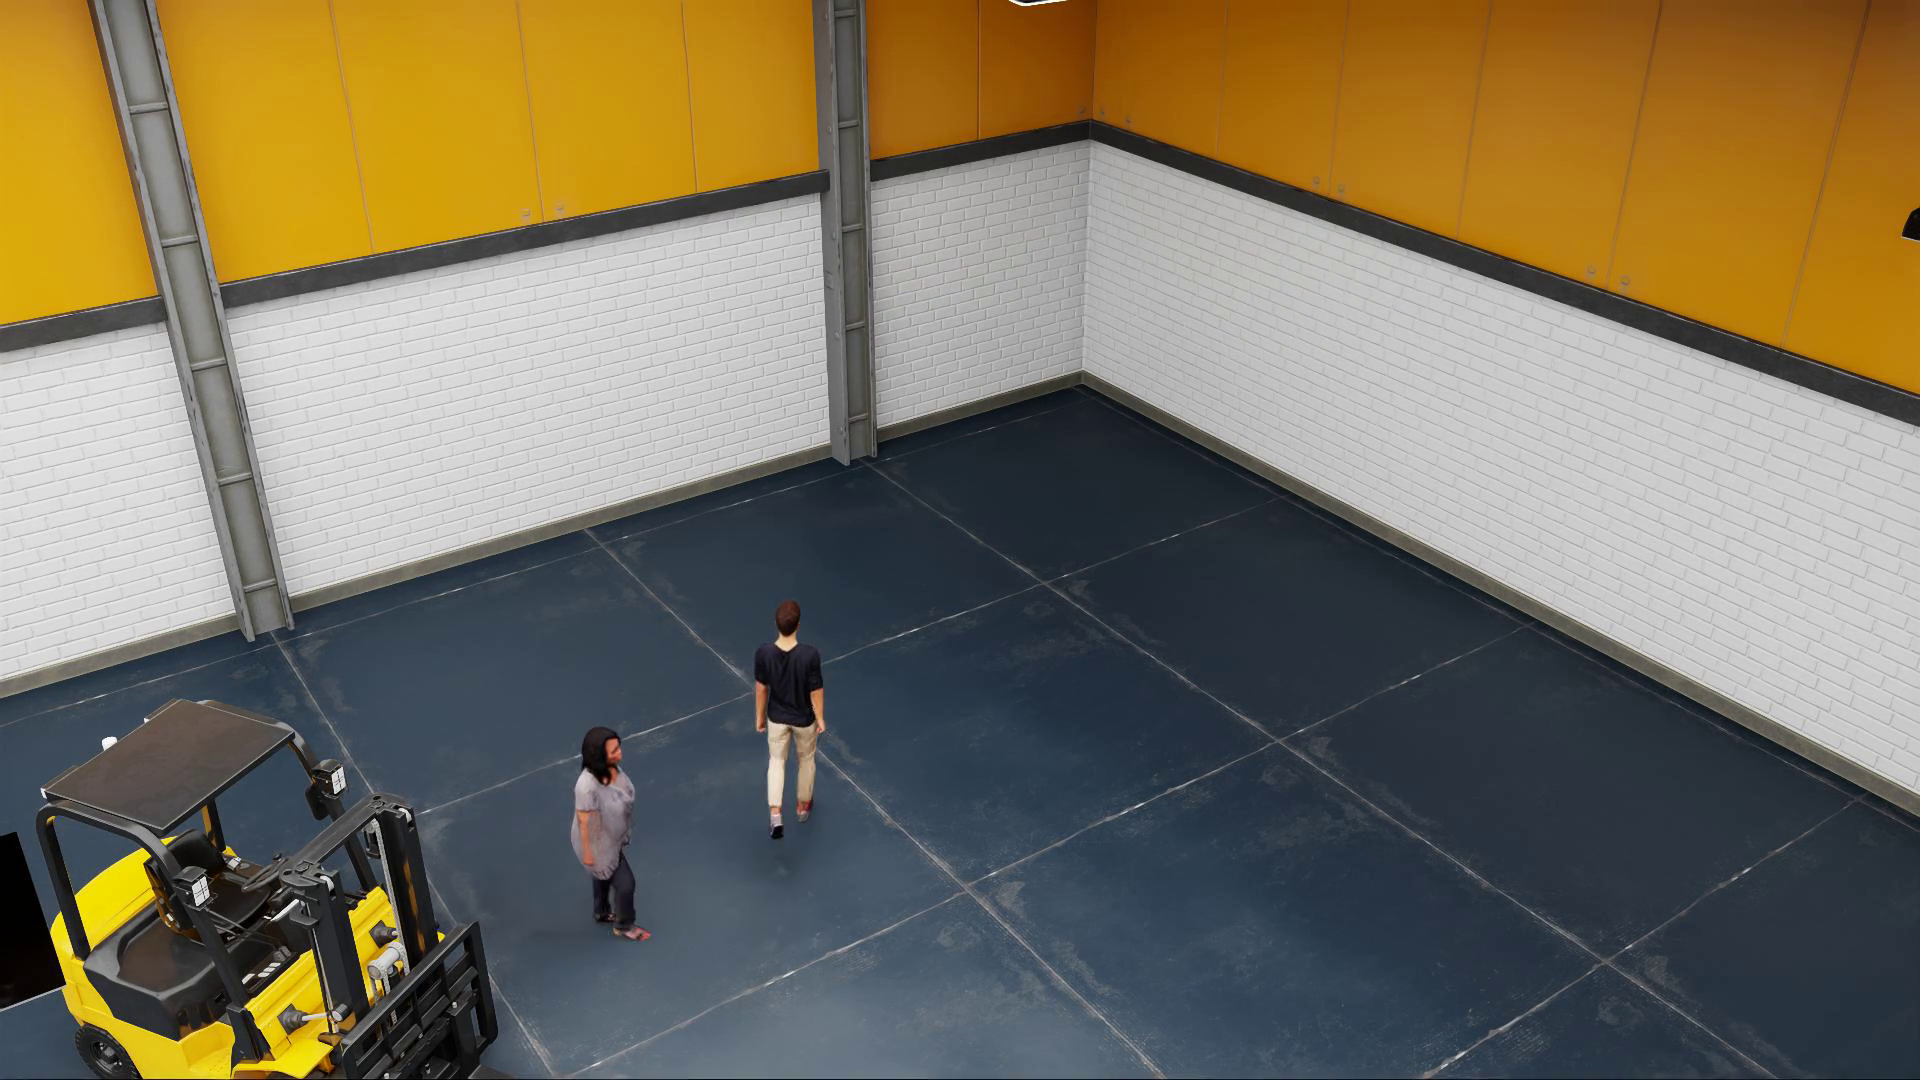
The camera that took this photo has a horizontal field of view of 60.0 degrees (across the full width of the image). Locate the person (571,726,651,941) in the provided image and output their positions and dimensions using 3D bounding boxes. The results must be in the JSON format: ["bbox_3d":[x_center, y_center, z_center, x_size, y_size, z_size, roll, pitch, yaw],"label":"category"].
[{"bbox_3d":[-2.373,1.883,10.748,0.883,1.594,0.824,3,29,5],"label":"person"}]

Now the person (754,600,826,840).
[{"bbox_3d":[-1.184,1.287,11.582,1.009,1.841,1.032,2,29,4],"label":"person"}]
